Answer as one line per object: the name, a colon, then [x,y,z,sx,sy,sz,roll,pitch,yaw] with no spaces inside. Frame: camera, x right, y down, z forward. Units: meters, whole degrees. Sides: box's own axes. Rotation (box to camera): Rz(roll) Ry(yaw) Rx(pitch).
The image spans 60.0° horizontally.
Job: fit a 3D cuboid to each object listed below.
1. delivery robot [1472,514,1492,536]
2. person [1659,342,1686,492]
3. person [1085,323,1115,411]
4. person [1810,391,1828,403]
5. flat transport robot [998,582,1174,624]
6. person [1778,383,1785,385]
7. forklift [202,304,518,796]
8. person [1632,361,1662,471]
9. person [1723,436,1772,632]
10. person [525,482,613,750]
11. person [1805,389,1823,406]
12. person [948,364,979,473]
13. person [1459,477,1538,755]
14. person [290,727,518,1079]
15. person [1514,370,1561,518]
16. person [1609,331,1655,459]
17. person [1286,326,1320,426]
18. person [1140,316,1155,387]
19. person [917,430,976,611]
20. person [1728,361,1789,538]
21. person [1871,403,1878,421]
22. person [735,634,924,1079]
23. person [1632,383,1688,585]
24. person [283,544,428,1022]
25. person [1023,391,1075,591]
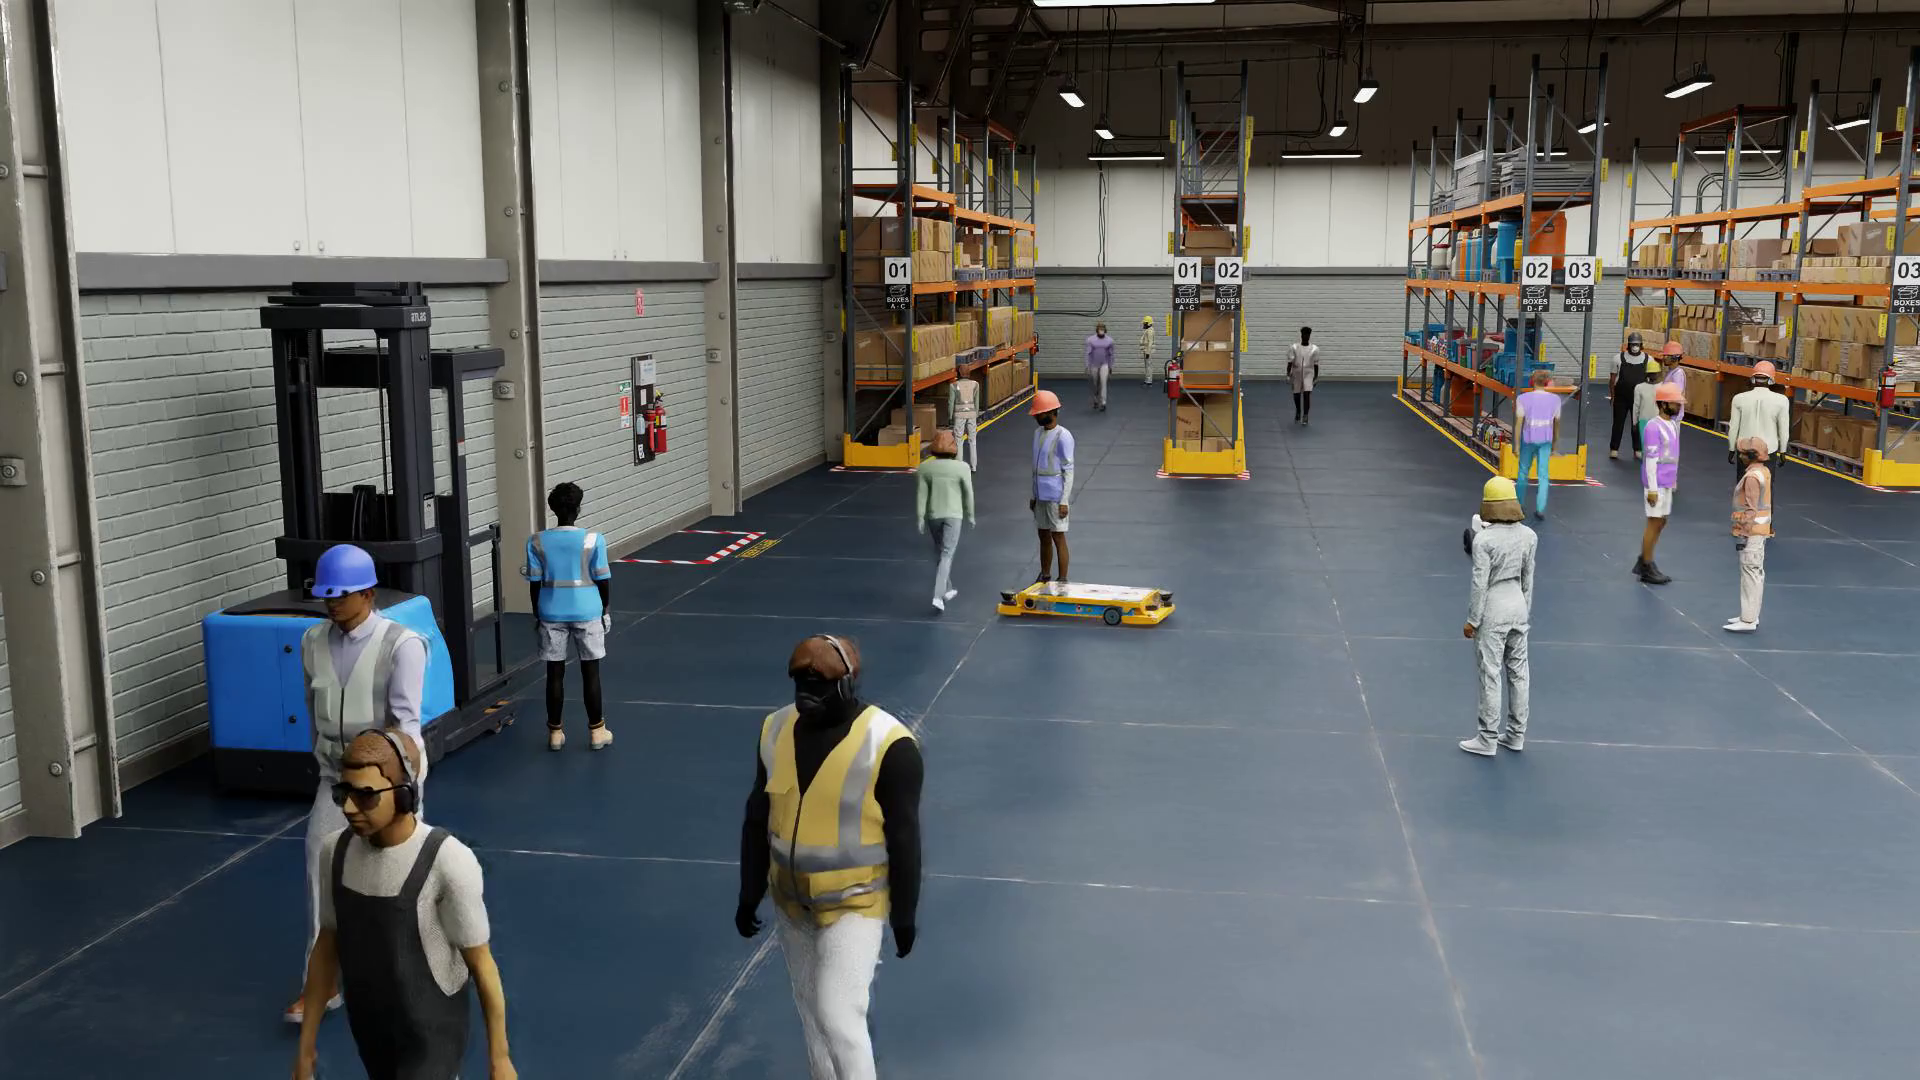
delivery robot: [5.654,-0.122,17.532,0.477,0.478,0.707,0,9,1]
person: [9.708,-1.690,22.782,0.374,2.044,0.607,2,9,13]
person: [3.039,-3.785,36.176,0.634,1.900,0.990,1,9,5]
person: [19.737,-4.180,38.137,0.605,2.045,0.377,-1,9,-4]
flat transport robot: [1.109,0.541,14.603,1.431,0.197,0.652,3,10,20]
person: [18.744,-4.043,38.113,0.671,1.784,0.996,3,10,16]
forklift: [-3.673,-0.038,10.147,1.129,2.768,1.873,1,9,9]
person: [10.042,-1.749,24.139,0.530,1.725,0.884,4,10,21]
person: [6.615,-0.052,13.922,0.310,1.640,0.514,6,11,33]
person: [-2.450,0.481,10.471,0.532,1.693,0.319,0,9,0]
person: [18.723,-3.696,36.414,0.497,1.633,0.284,3,10,16]
person: [0.060,-1.815,24.829,0.508,1.629,0.315,-4,10,-22]
person: [3.355,0.471,10.396,0.483,1.736,0.311,-4,10,-24]
person: [-1.553,1.398,4.456,0.563,1.802,0.915,5,10,26]
person: [7.109,-1.203,20.543,0.587,1.786,0.975,0,9,2]
person: [10.792,-2.305,26.714,0.674,2.000,0.535,2,10,14]
person: [6.756,-3.249,32.752,0.614,1.936,0.902,3,10,16]
person: [4.874,-4.908,43.259,0.404,1.837,0.592,0,9,2]
person: [-0.143,-0.185,14.905,0.497,1.595,0.862,3,10,19]
person: [9.036,-1.027,18.839,0.622,1.993,0.382,5,10,28]
person: [18.623,-3.316,33.668,0.587,1.775,0.977,2,9,12]
person: [-0.461,1.213,5.549,0.643,1.827,0.513,6,11,34]
person: [6.775,-0.550,16.167,0.517,1.940,0.572,8,12,41]
person: [-2.454,0.977,6.710,0.606,1.911,0.847,2,9,13]
person: [0.806,-0.404,15.210,0.385,1.927,0.545,-5,11,-30]
